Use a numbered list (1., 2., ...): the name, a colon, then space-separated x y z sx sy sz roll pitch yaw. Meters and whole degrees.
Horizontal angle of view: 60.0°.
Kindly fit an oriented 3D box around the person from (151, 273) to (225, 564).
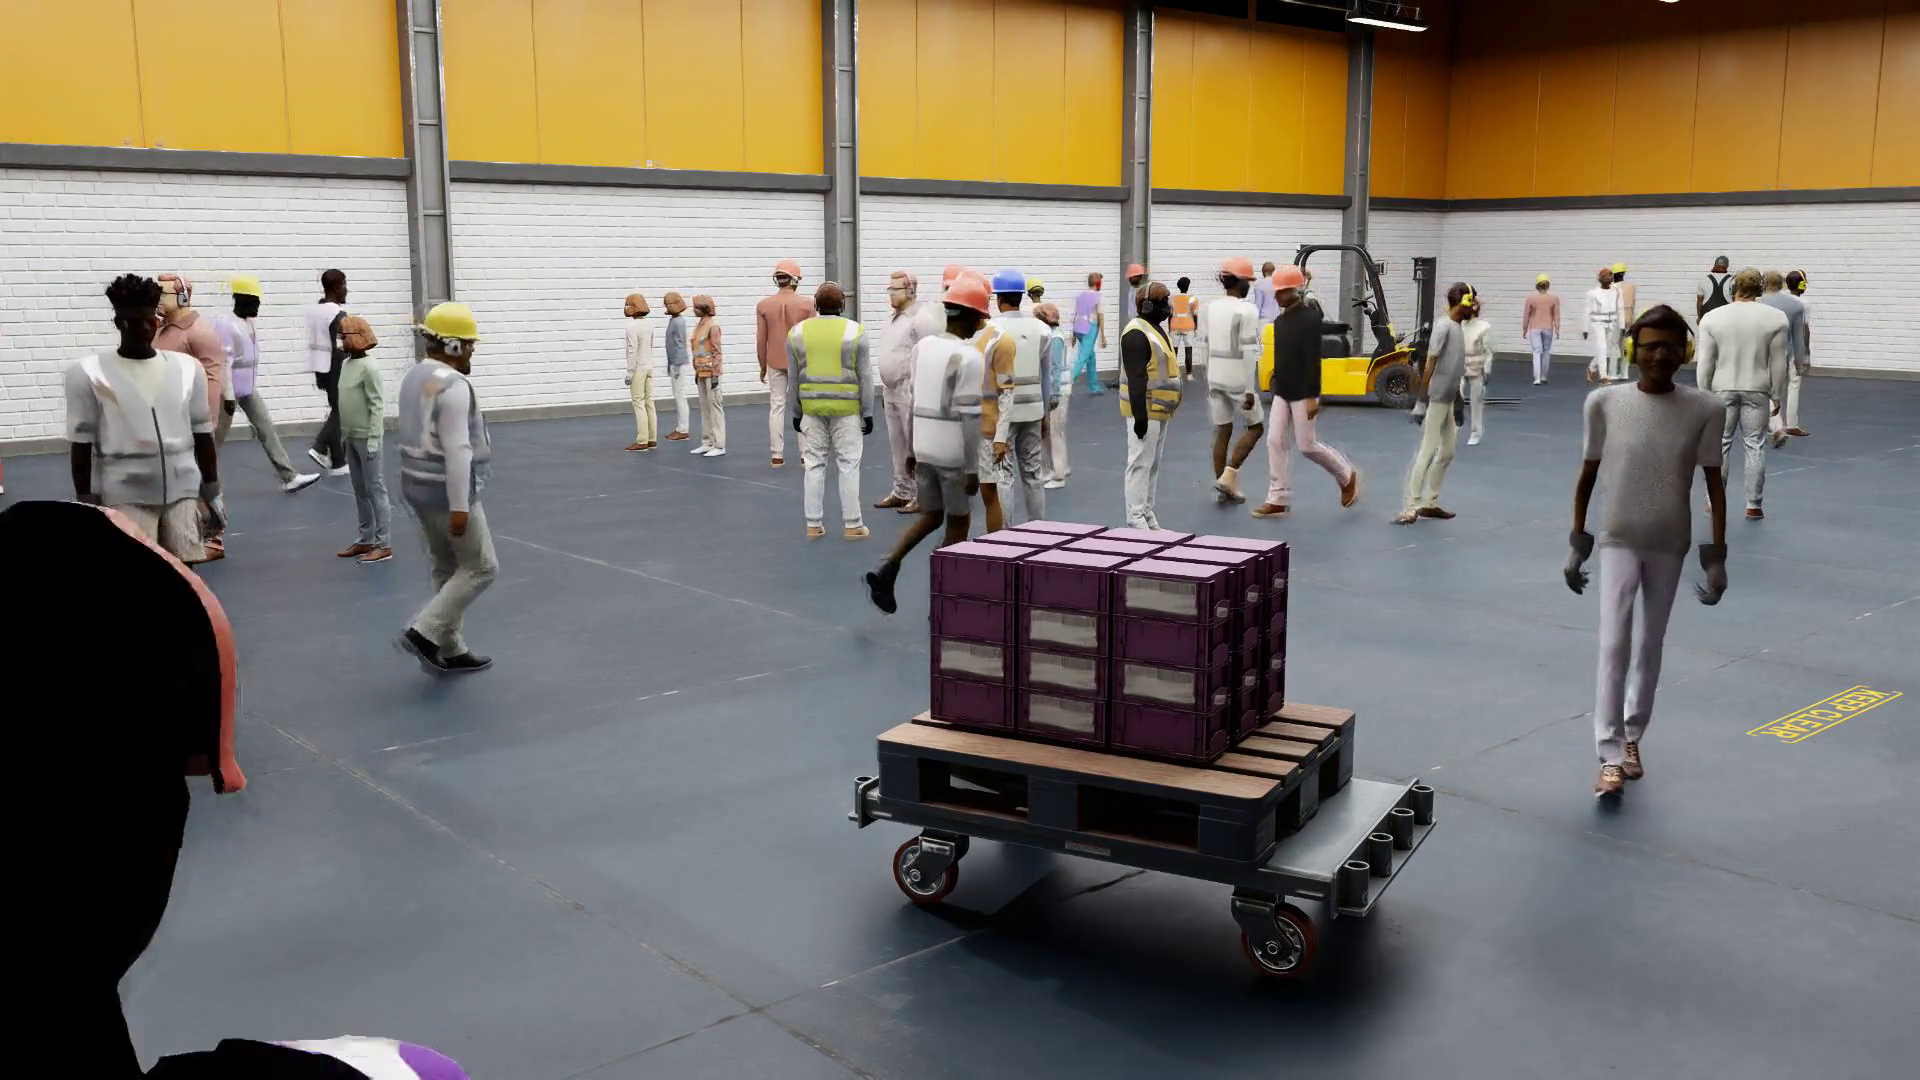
1. person: -5.156 -0.799 10.998 0.641 1.913 0.407 6 11 30

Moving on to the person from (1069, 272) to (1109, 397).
1. person: 1.787 -2.941 23.907 0.903 1.802 0.600 -5 11 -29

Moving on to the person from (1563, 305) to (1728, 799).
1. person: 2.558 0.059 6.183 0.560 1.833 0.886 3 10 16

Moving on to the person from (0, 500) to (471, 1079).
1. person: -0.505 0.933 0.974 0.590 1.877 1.020 -5 11 -29

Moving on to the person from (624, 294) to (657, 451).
1. person: -3.343 -1.742 17.326 0.269 1.632 0.509 3 10 16

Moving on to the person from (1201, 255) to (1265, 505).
1. person: 2.221 -1.278 13.472 0.429 2.022 0.624 -7 12 -35

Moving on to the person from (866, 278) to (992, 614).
1. person: -0.138 -0.466 9.065 0.676 1.903 0.605 -8 13 -39

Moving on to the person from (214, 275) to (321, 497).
1. person: -5.993 -1.281 13.987 1.063 1.852 0.633 1 10 3

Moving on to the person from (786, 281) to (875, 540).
1. person: -0.908 -0.916 11.875 0.633 1.846 0.429 2 10 12

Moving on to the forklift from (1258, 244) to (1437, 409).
1. forklift: 5.256 -2.933 22.661 2.313 2.155 1.214 3 10 16

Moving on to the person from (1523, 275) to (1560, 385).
1. person: 9.174 -3.313 26.284 0.535 1.714 0.891 2 10 10

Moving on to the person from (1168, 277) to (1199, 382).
1. person: 3.593 -3.395 26.853 0.532 1.691 0.321 4 11 23

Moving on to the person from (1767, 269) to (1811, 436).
1. person: 9.381 -2.104 18.749 0.328 1.876 0.508 -4 10 -22

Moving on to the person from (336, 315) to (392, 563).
1. person: -3.981 -0.669 11.045 0.281 1.634 0.498 -9 13 -43

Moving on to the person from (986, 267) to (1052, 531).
1. person: 0.340 -0.838 11.115 0.610 1.946 0.405 -6 12 -33

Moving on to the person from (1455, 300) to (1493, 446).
1. person: 5.359 -1.766 17.568 0.536 1.586 0.856 6 12 33

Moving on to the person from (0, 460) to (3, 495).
1. person: -8.345 -1.226 13.947 0.346 1.756 0.519 4 11 23

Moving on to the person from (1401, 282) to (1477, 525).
1. person: 3.623 -1.031 12.606 0.400 1.829 0.707 7 12 35

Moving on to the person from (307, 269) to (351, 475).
1. person: -5.764 -1.540 15.344 0.444 1.905 0.625 -9 13 -42

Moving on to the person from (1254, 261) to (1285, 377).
1. person: 5.143 -3.675 27.756 0.635 1.937 0.352 -5 11 -28

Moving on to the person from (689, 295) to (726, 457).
1. person: -2.553 -1.660 16.839 0.314 1.636 0.516 -6 11 -30

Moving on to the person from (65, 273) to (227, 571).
1. person: -3.650 -0.217 7.464 0.529 1.948 0.617 9 13 43

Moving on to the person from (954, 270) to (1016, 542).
1. person: 0.073 -0.680 10.218 0.544 1.939 0.354 7 12 35

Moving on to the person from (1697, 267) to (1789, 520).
1. person: 5.984 -1.116 12.772 0.627 1.941 0.374 4 11 25

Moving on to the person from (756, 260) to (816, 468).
1. person: -1.633 -1.677 15.919 0.608 1.987 0.391 1 10 6

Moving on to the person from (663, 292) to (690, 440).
1. person: -3.132 -1.912 18.343 0.288 1.632 0.508 -3 10 -17

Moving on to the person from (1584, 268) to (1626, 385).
1. person: 10.189 -3.393 26.398 0.578 1.841 0.967 -1 10 -8

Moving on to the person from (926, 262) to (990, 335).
1. person: -0.018 -1.431 14.508 0.622 1.972 0.660 3 10 18

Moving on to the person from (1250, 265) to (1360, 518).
1. person: 2.688 -1.142 12.875 0.841 1.958 0.650 -4 10 -22

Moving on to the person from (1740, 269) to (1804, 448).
1. person: 8.657 -1.934 17.724 0.642 1.894 0.973 0 10 -2

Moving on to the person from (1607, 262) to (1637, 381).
1. person: 10.720 -3.558 27.109 0.596 1.926 0.390 -4 10 -22

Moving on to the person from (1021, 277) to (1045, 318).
1. person: 0.928 -2.320 20.338 0.523 1.763 0.329 -8 13 -39

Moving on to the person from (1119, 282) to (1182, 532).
1. person: 1.344 -0.884 11.702 0.429 1.844 0.623 4 10 20

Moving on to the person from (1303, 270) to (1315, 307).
1. person: 5.007 -2.984 24.032 0.581 1.829 0.534 -1 10 -5

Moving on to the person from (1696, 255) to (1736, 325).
1. person: 13.150 -3.916 28.866 0.688 2.000 0.535 5 11 28

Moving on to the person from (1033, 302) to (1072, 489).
1. person: 0.853 -1.266 14.574 0.391 1.627 0.654 -2 10 -14

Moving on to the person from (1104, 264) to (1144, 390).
1. person: 2.583 -3.180 24.986 0.924 1.893 0.567 -5 11 -28

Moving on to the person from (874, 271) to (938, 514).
1. person: -0.448 -1.165 13.159 0.407 1.905 0.655 -6 11 -32

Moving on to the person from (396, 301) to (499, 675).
1. person: -2.451 -0.224 7.919 0.459 1.807 0.617 -8 13 -39
